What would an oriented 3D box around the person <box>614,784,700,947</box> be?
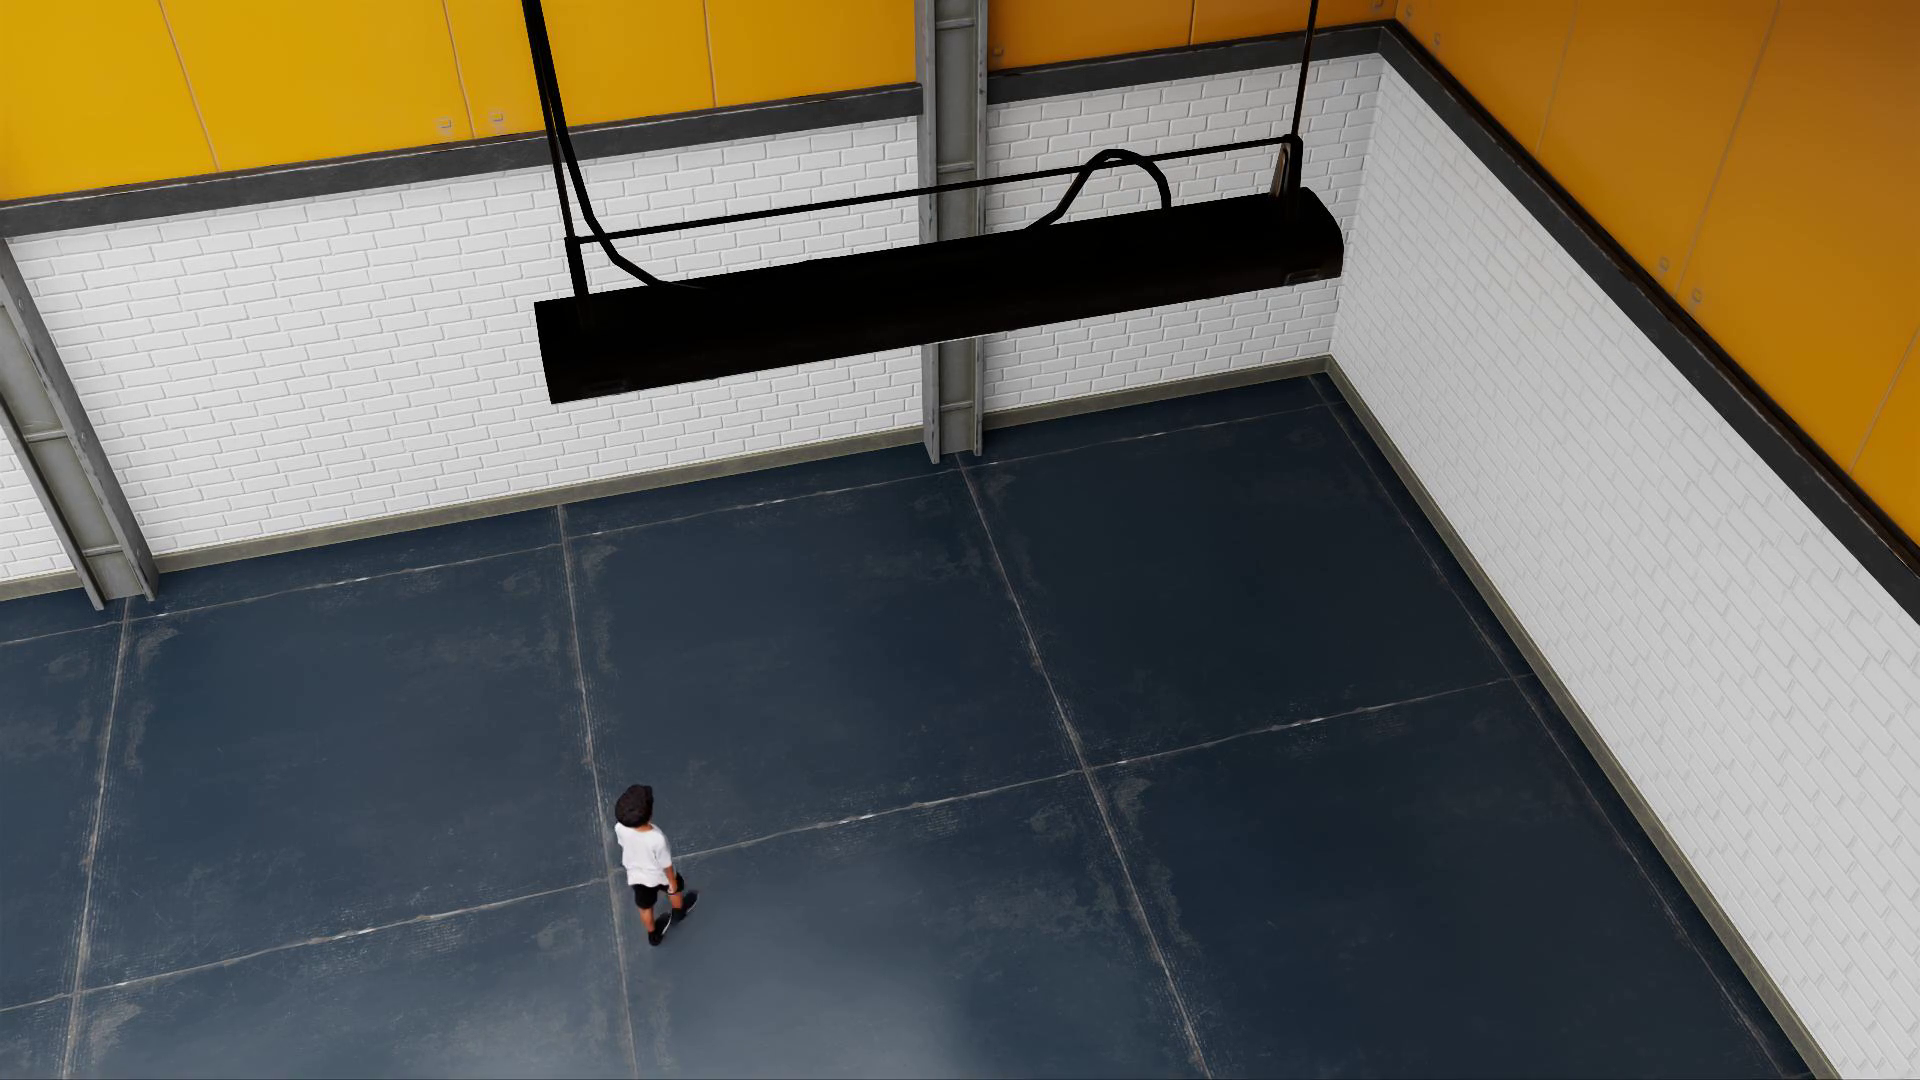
[{"bbox_3d":[-1.748,1.855,9.209,0.688,1.249,0.732,14,45,14],"label":"person"}]
